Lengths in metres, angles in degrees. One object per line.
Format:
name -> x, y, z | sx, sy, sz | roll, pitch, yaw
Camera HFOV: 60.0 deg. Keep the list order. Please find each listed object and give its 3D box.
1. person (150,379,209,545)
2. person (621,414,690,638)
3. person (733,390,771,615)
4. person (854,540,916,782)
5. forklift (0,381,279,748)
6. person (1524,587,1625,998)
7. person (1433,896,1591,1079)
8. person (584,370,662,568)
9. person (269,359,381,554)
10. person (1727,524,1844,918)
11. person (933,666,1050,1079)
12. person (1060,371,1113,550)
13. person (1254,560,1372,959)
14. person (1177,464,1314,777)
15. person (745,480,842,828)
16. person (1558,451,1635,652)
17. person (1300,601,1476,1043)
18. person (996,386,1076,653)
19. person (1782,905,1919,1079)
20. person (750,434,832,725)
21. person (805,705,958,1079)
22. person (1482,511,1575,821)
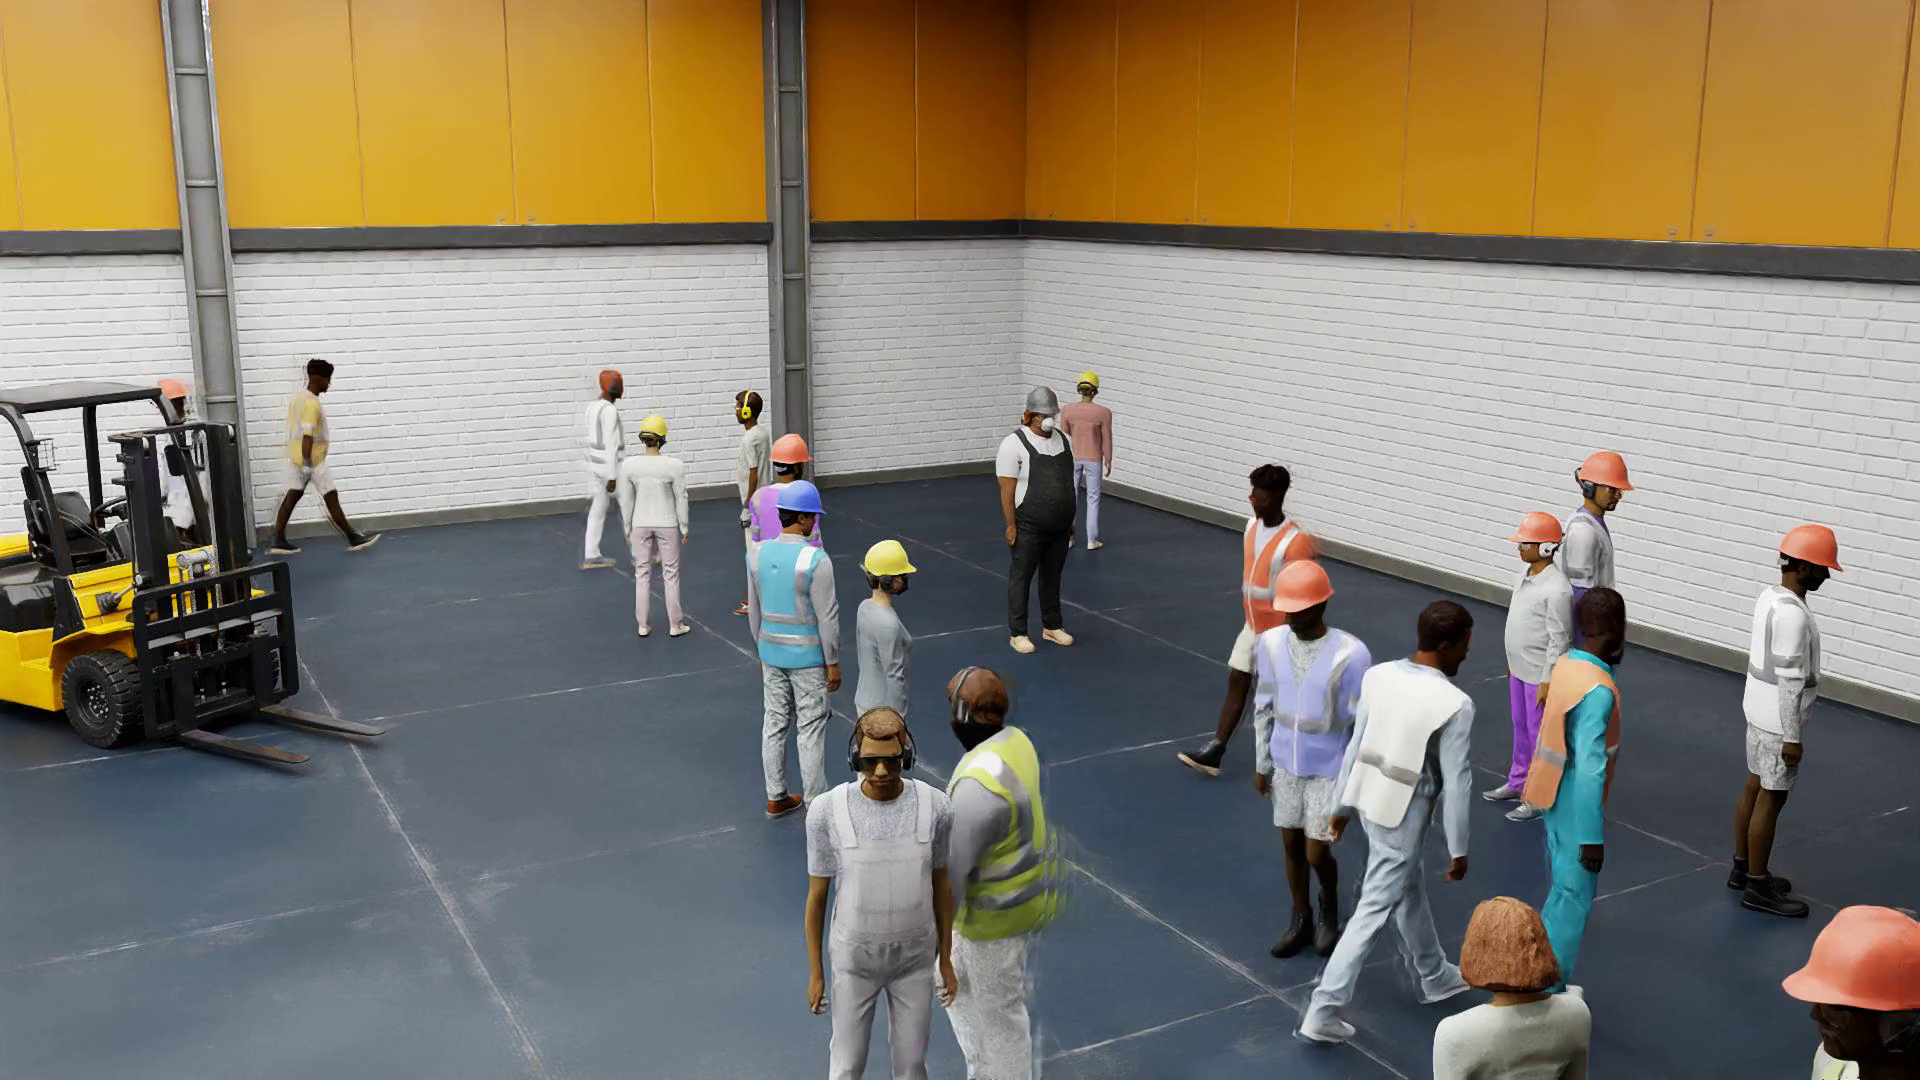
person -> -6.648, -0.425, 14.238 | 0.433, 1.915, 0.547 | -10, 16, -39
person -> -2.393, -0.106, 13.108 | 0.529, 1.767, 0.329 | 1, 12, 5
person -> -1.729, -0.310, 13.816 | 0.315, 1.870, 0.533 | 1, 12, 6
person -> -0.376, 0.870, 8.533 | 0.313, 1.769, 0.523 | -4, 13, -20
forklift -> -5.853, 0.085, 11.199 | 2.313, 2.155, 1.214 | 7, 14, 28
person -> 2.562, 1.148, 6.989 | 0.368, 1.868, 0.809 | 4, 13, 16
person -> 1.497, 1.777, 4.621 | 0.505, 1.627, 0.278 | -4, 13, -18
person -> -3.152, -0.662, 15.501 | 0.874, 1.848, 0.596 | -6, 13, -25
person -> -6.222, -0.797, 16.049 | 1.038, 1.890, 0.698 | -7, 14, -29
person -> 4.044, 0.869, 8.152 | 0.373, 1.929, 0.542 | 3, 12, 13
person -> 0.061, 1.366, 6.085 | 0.523, 1.814, 0.653 | 2, 12, 8
person -> 1.230, -0.774, 16.270 | 0.532, 1.756, 0.344 | 3, 13, 16
person -> 1.592, 1.011, 7.539 | 0.578, 1.907, 0.527 | 10, 16, 40
person -> 1.791, 0.501, 9.901 | 0.995, 1.910, 0.626 | -6, 14, -27
person -> -0.899, 0.635, 9.230 | 0.602, 1.938, 0.401 | 8, 15, 34
person -> 3.641, 0.491, 9.663 | 0.394, 2.040, 0.609 | 5, 13, 22
person -> 1.837, 1.165, 6.945 | 1.035, 1.864, 0.624 | -5, 13, -21
person -> 0.645, -0.165, 12.735 | 0.683, 2.000, 0.537 | -8, 15, -35
person -> 1.945, 1.775, 3.680 | 0.431, 2.019, 0.637 | 1, 12, 4
person -> -1.113, 0.262, 10.976 | 0.545, 1.938, 0.362 | 7, 14, 30
person -> -0.265, 1.440, 5.671 | 0.517, 1.843, 0.326 | -3, 12, -12
person -> 3.210, 0.700, 9.355 | 0.326, 1.752, 0.561 | -1, 12, -4
